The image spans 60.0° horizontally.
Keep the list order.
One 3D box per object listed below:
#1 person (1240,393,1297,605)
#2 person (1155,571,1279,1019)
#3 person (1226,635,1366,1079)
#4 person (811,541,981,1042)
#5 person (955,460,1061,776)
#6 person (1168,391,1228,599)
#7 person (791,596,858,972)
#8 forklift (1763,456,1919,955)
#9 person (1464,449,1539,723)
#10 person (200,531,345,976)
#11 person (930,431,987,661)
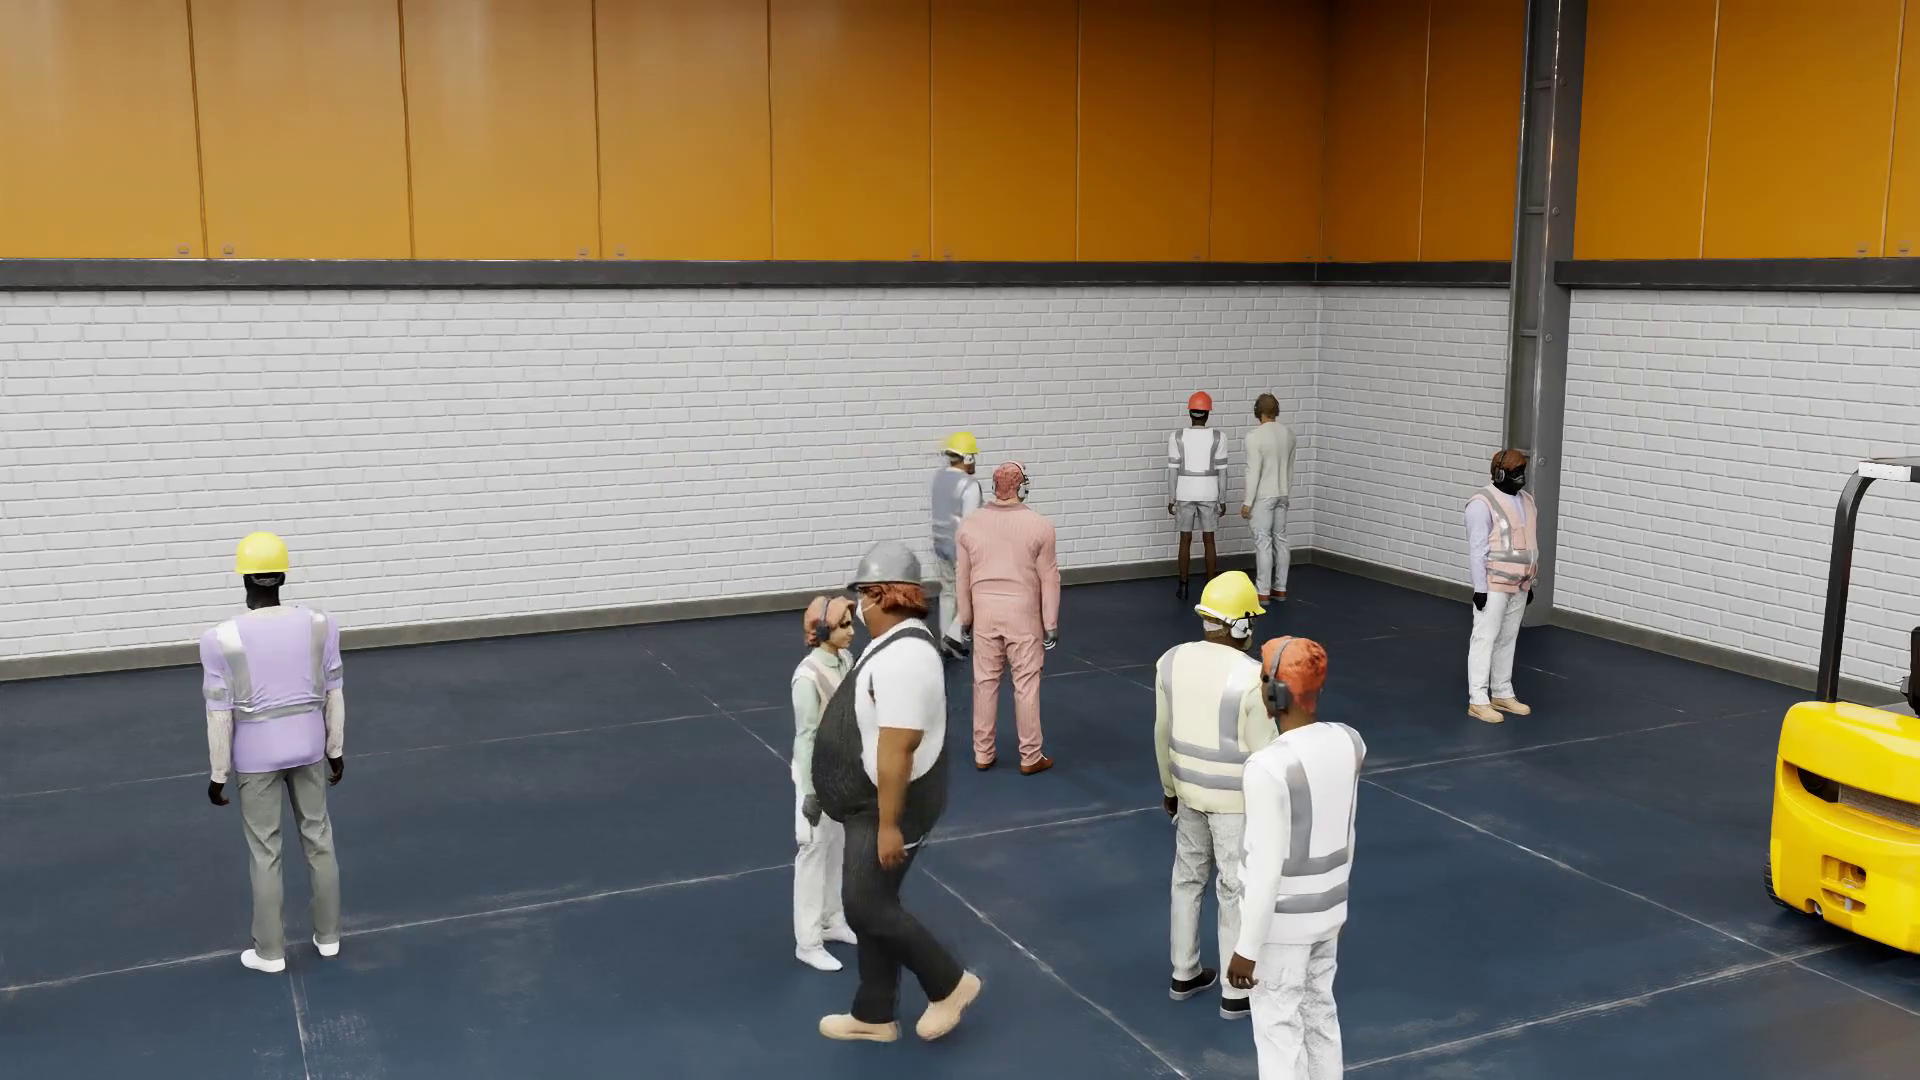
[{"bbox_3d":[2.807,-0.374,15.213,0.628,1.936,0.375,-7,12,-39],"label":"person"},{"bbox_3d":[1.076,1.031,6.817,0.404,1.830,0.601,-8,12,-42],"label":"person"},{"bbox_3d":[1.073,1.234,5.394,0.342,1.883,0.586,9,13,43],"label":"person"},{"bbox_3d":[-0.261,0.979,6.494,0.639,2.000,0.729,0,9,-3],"label":"person"},{"bbox_3d":[0.303,0.468,10.079,0.649,1.906,0.401,3,10,21],"label":"person"},{"bbox_3d":[2.204,-0.412,15.445,0.549,1.936,0.376,2,9,10],"label":"person"},{"bbox_3d":[-0.586,1.051,7.304,0.314,1.636,0.537,3,10,17],"label":"person"},{"bbox_3d":[4.857,0.731,7.561,2.313,2.155,1.214,-4,10,-25],"label":"forklift"},{"bbox_3d":[3.696,0.303,11.309,0.627,1.844,0.429,-7,12,-38],"label":"person"},{"bbox_3d":[-2.963,0.920,7.209,0.585,1.928,0.370,-8,12,-40],"label":"person"},{"bbox_3d":[-0.004,0.060,12.901,0.417,1.818,0.599,-7,12,-37],"label":"person"}]
